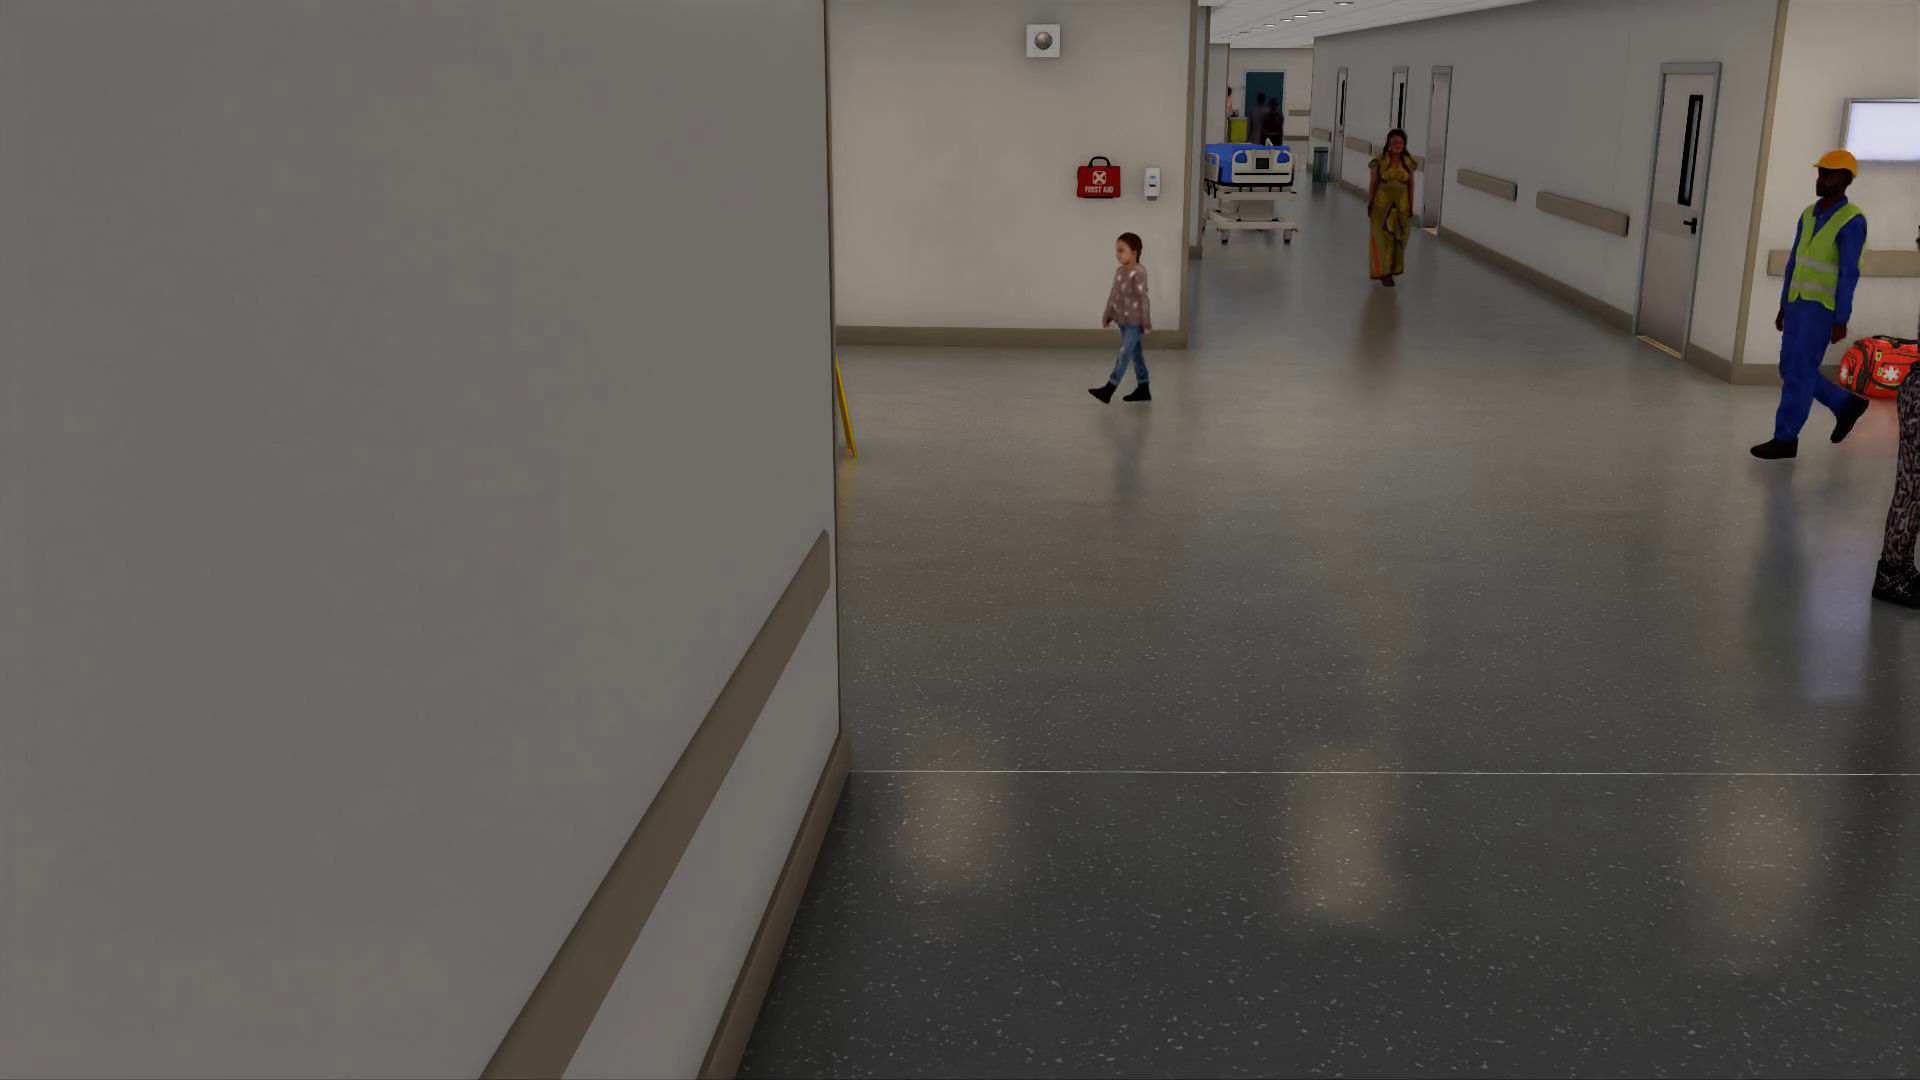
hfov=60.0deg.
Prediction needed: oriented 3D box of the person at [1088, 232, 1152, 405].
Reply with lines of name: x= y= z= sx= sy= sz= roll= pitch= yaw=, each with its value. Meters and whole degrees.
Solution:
person: x=1.224 y=-1.508 z=11.444 sx=0.861 sy=1.171 sz=0.741 roll=-8 pitch=18 yaw=-27

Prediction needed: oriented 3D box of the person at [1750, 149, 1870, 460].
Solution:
person: x=5.102 y=-1.365 z=9.786 sx=1.079 sy=1.797 sz=0.801 roll=-2 pitch=16 yaw=-8

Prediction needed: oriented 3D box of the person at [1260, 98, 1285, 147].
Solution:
person: x=5.912 y=-7.495 z=31.685 sx=1.142 sy=1.713 sz=0.788 roll=4 pitch=16 yaw=13

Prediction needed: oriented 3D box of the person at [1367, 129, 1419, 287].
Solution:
person: x=4.621 y=-3.580 z=17.947 sx=1.277 sy=1.632 sz=0.993 roll=-2 pitch=16 yaw=-7

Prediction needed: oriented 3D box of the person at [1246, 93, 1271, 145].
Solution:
person: x=5.947 y=-7.930 z=33.050 sx=1.134 sy=1.808 sz=0.843 roll=4 pitch=16 yaw=12

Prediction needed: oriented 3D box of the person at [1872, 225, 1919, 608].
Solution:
person: x=4.186 y=-0.583 z=7.157 sx=0.723 sy=1.717 sz=0.677 roll=14 pitch=21 yaw=41
